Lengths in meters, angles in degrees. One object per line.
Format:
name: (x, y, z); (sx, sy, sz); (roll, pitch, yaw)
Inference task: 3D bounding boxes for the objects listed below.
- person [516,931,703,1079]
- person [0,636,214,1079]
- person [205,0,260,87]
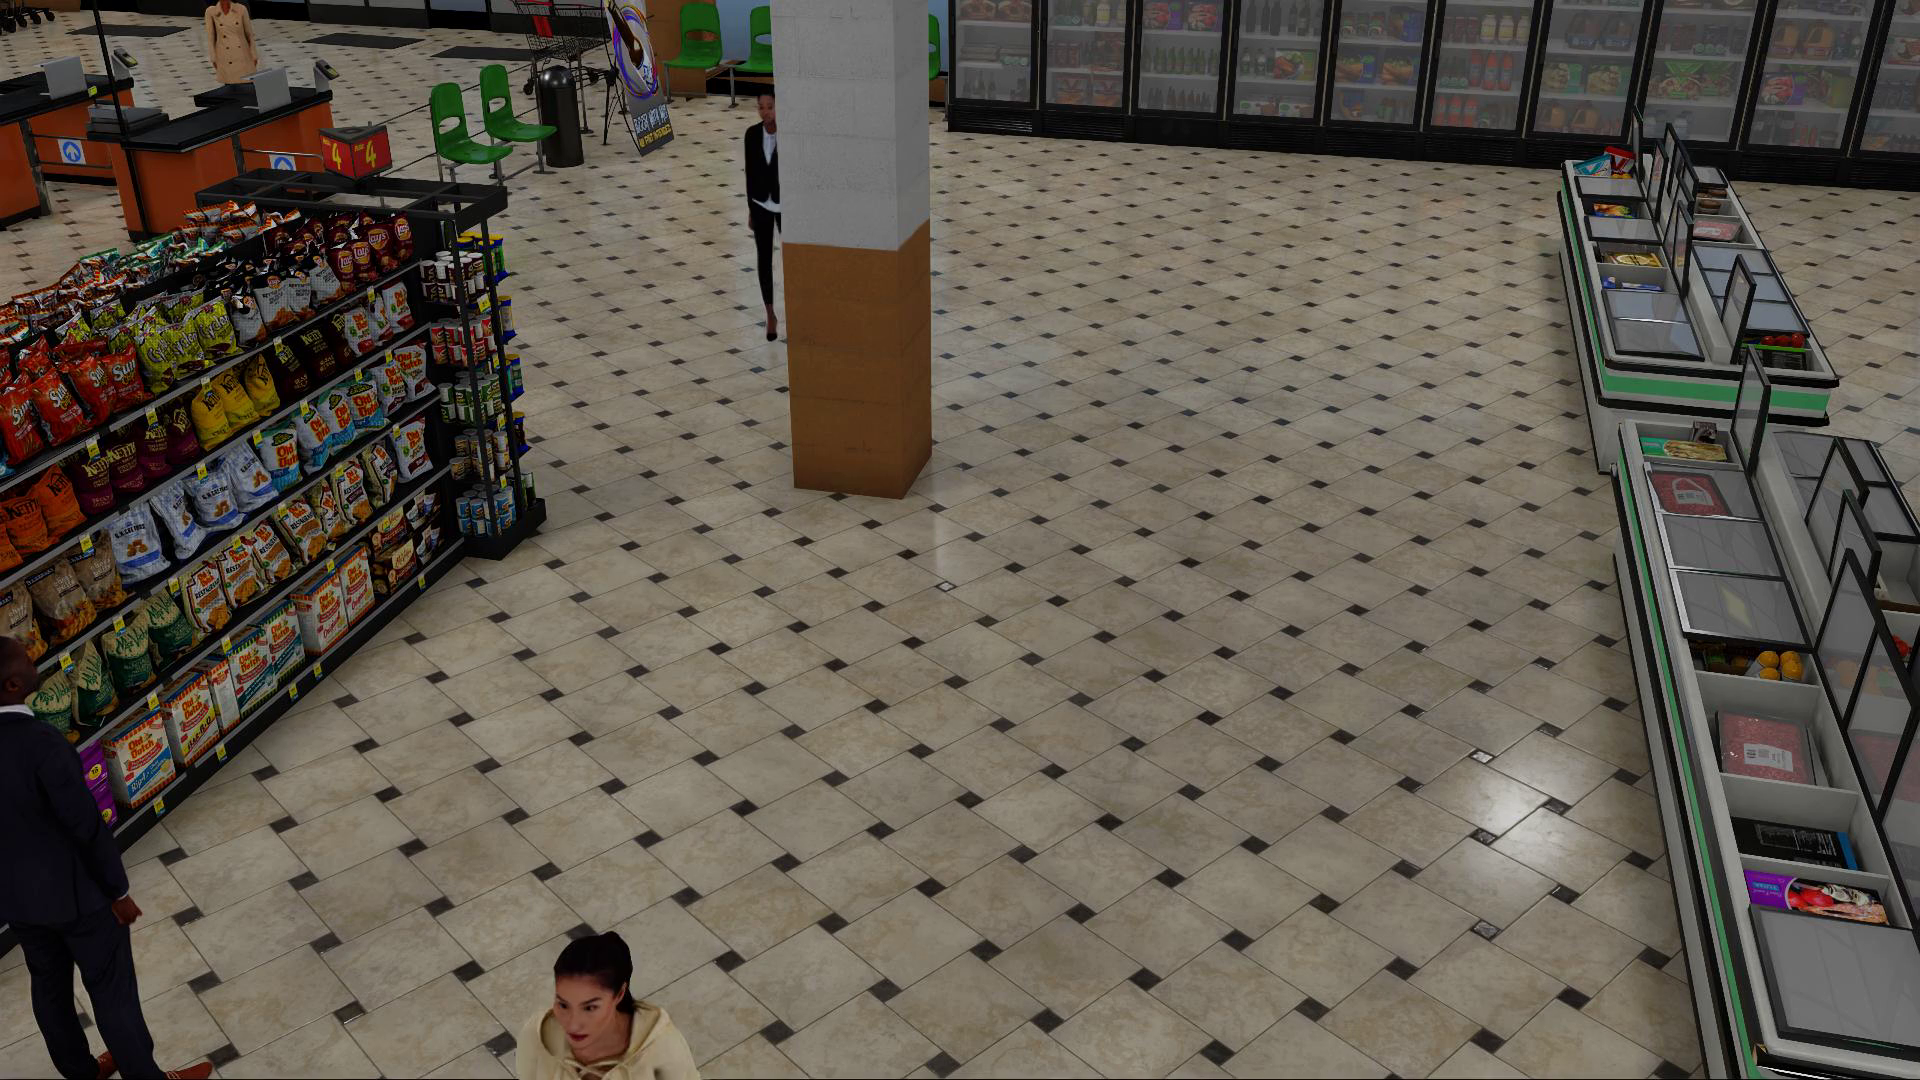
person: (-0.898, 1.689, 4.527); (0.693, 1.572, 1.120); (6, 27, 11)
person: (-2.917, 1.117, 5.376); (0.688, 1.824, 0.598); (8, 28, 16)
person: (-7.864, -5.223, 18.035); (0.718, 1.682, 0.739); (-10, 29, -19)
